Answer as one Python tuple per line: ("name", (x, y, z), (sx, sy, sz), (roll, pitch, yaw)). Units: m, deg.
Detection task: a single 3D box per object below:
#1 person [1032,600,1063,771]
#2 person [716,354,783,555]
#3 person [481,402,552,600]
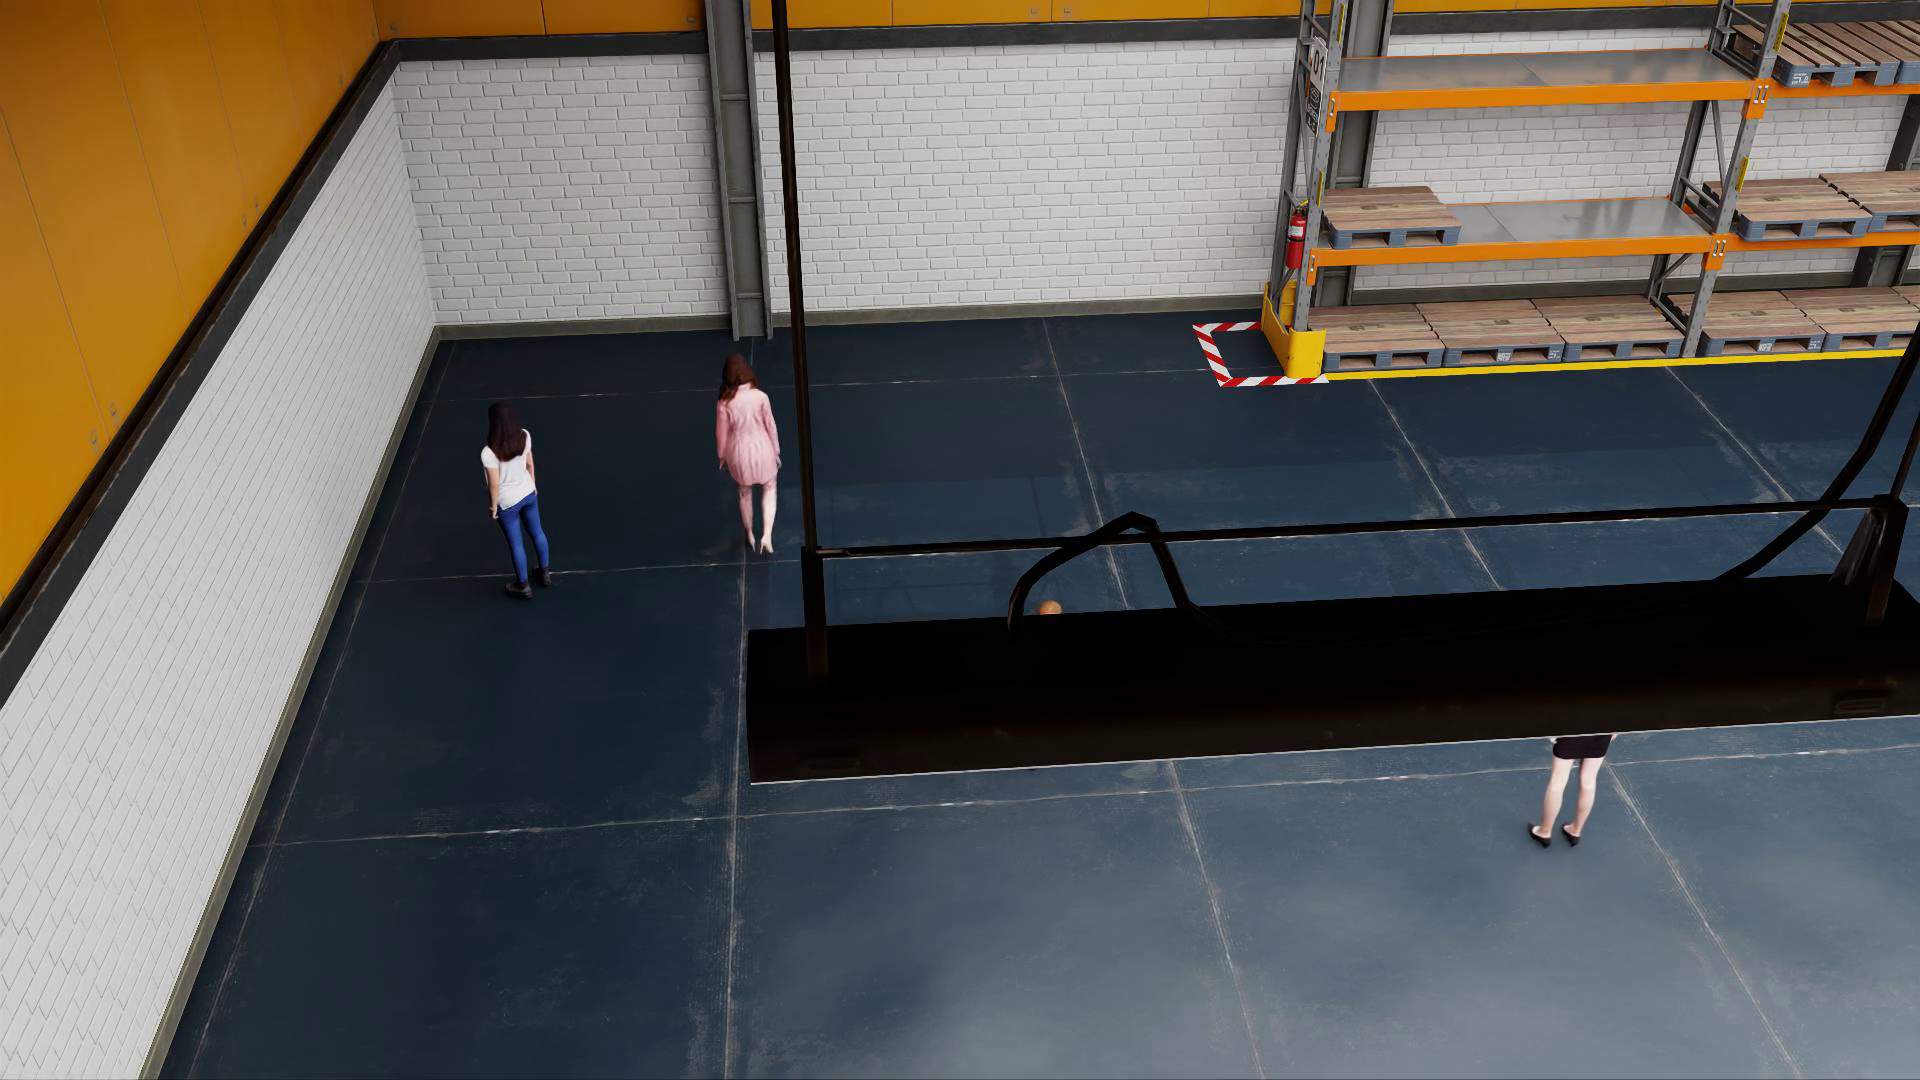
("person", (0.568, 0.942, 11.236), (0.512, 1.309, 0.602), (-16, 37, -22))
("person", (-1.654, -0.618, 13.144), (0.636, 1.794, 0.725), (-5, 34, -7))
("person", (-3.408, -0.302, 12.767), (0.725, 1.685, 0.676), (23, 40, 30))
